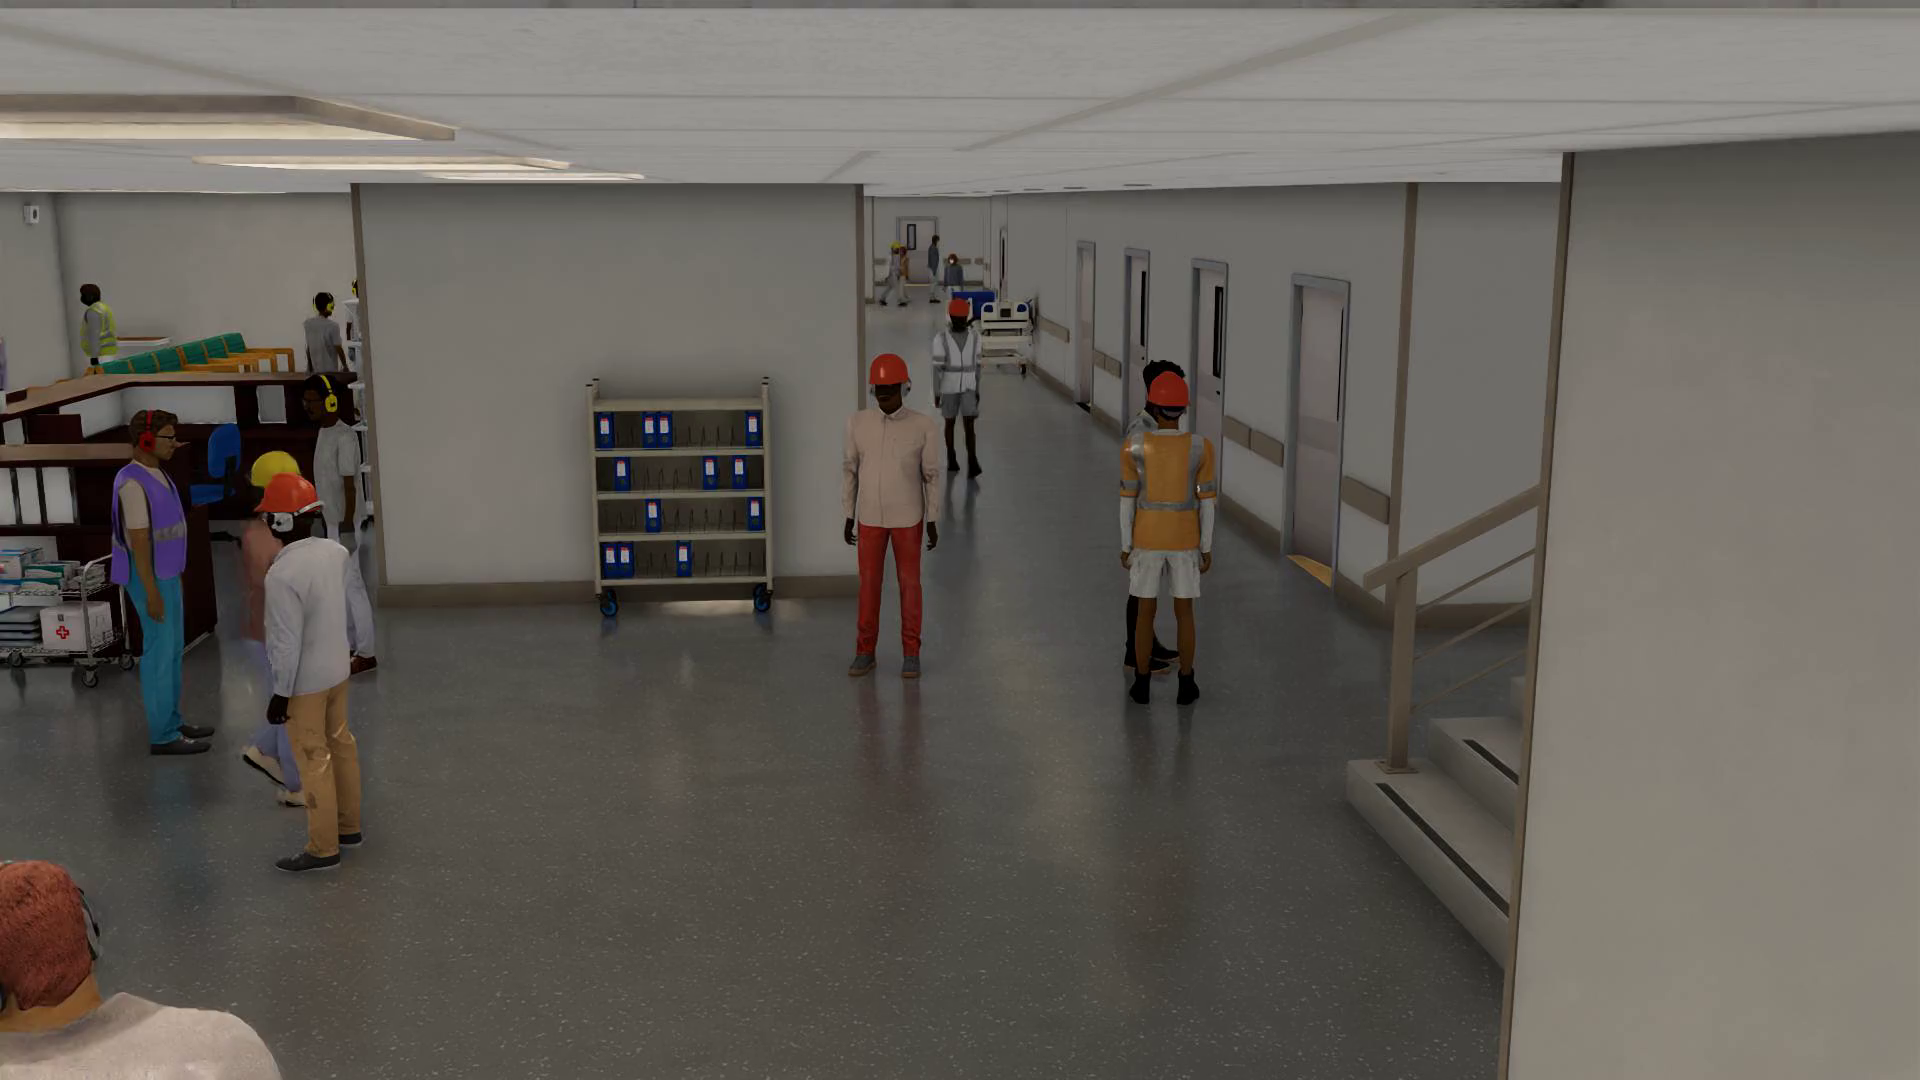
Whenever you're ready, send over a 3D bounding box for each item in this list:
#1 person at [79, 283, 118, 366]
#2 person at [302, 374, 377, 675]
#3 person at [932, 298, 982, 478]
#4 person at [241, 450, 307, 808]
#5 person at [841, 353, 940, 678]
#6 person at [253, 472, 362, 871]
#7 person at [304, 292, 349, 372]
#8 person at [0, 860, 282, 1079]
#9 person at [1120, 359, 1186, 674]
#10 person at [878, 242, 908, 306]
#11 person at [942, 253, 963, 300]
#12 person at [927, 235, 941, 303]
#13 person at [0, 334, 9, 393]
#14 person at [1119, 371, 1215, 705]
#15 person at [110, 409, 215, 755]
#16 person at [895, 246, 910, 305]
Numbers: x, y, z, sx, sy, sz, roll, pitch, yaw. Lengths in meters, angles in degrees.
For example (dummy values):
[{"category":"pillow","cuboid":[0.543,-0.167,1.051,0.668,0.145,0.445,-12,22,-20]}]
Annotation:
[{"category":"person","cuboid":[-11.323,-2.452,21.888,0.431,1.831,0.638,-4,12,-17]},{"category":"person","cuboid":[-3.840,-0.095,10.273,0.328,1.862,0.509,-8,14,-36]},{"category":"person","cuboid":[-0.015,-1.610,17.616,0.564,1.877,1.011,-3,12,-13]},{"category":"person","cuboid":[-3.232,0.435,7.944,0.414,1.753,0.547,0,12,2]},{"category":"person","cuboid":[-0.429,-0.144,10.171,0.610,1.996,0.384,2,12,10]},{"category":"person","cuboid":[-2.861,0.572,7.267,0.328,1.753,0.560,1,12,7]},{"category":"person","cuboid":[-7.355,-1.964,19.416,0.575,1.851,0.388,5,13,24]},{"category":"person","cuboid":[-1.473,1.420,2.890,0.703,1.843,0.973,-7,14,-31]},{"category":"person","cuboid":[1.189,-0.143,10.287,0.388,1.953,0.612,4,12,17]},{"category":"person","cuboid":[-1.876,-7.345,45.927,0.926,1.780,0.609,4,12,17]},{"category":"person","cuboid":[-0.162,-6.190,40.674,0.505,1.613,0.393,6,13,27]},{"category":"person","cuboid":[-0.737,-7.693,47.242,0.381,1.928,0.635,0,12,-1]},{"category":"person","cuboid":[-10.544,-1.618,17.824,0.649,1.819,0.655,-10,15,-40]},{"category":"person","cuboid":[1.192,-0.003,9.616,0.547,1.942,0.344,2,12,7]},{"category":"person","cuboid":[-4.238,0.223,8.792,0.421,1.833,0.564,-3,12,-13]},{"category":"person","cuboid":[-1.619,-7.412,46.598,0.511,1.622,0.550,-7,13,-29]}]
